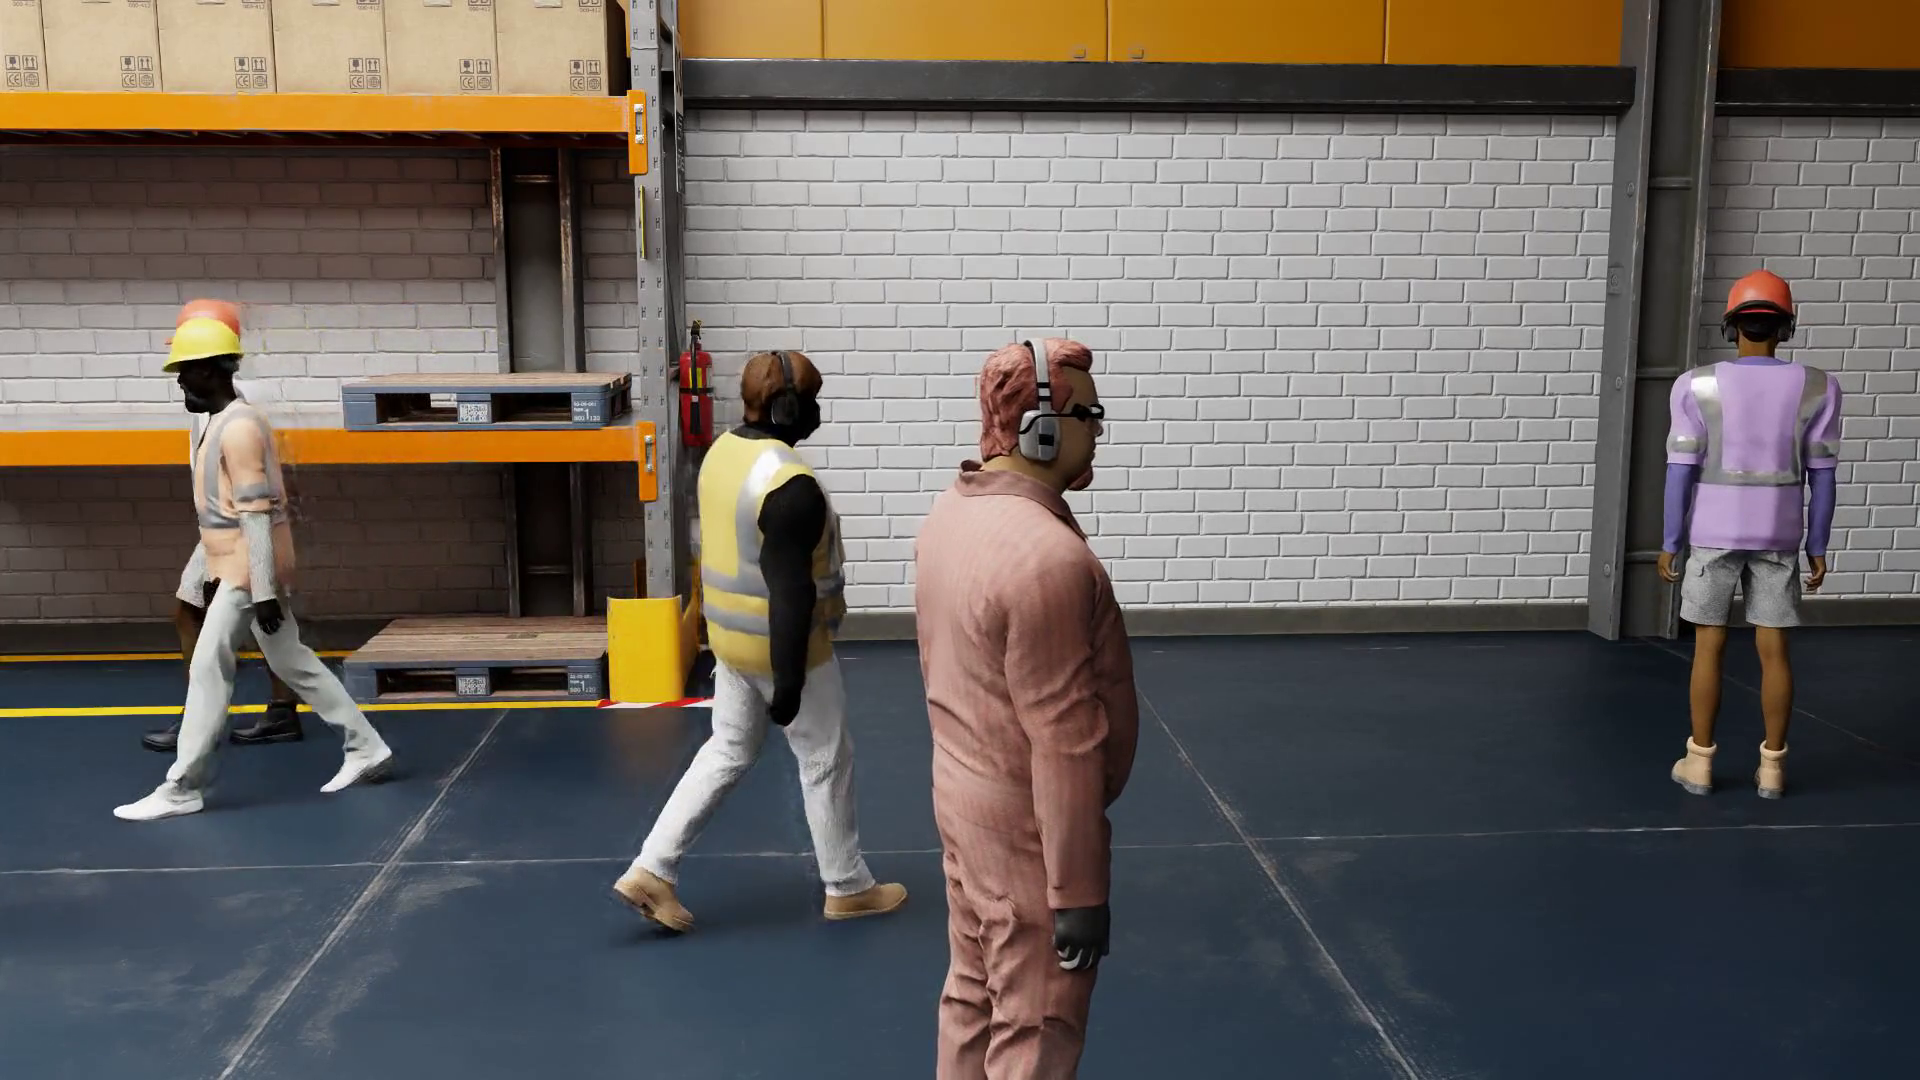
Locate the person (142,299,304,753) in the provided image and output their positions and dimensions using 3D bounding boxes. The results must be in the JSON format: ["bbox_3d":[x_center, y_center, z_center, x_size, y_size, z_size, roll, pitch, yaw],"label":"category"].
[{"bbox_3d":[-3.203,-0.051,7.056,0.763,1.912,0.584,-1,9,-7],"label":"person"}]

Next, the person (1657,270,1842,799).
[{"bbox_3d":[3.047,-0.018,6.474,0.615,2.038,0.395,2,9,14],"label":"person"}]

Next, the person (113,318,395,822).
[{"bbox_3d":[-2.678,0.097,6.318,0.998,1.873,0.614,-4,10,-26],"label":"person"}]

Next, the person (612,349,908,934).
[{"bbox_3d":[-0.626,0.324,5.070,0.882,1.816,0.629,-6,11,-32],"label":"person"}]

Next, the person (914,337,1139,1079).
[{"bbox_3d":[0.145,0.565,3.227,0.408,1.906,0.653,-3,10,-19],"label":"person"}]
